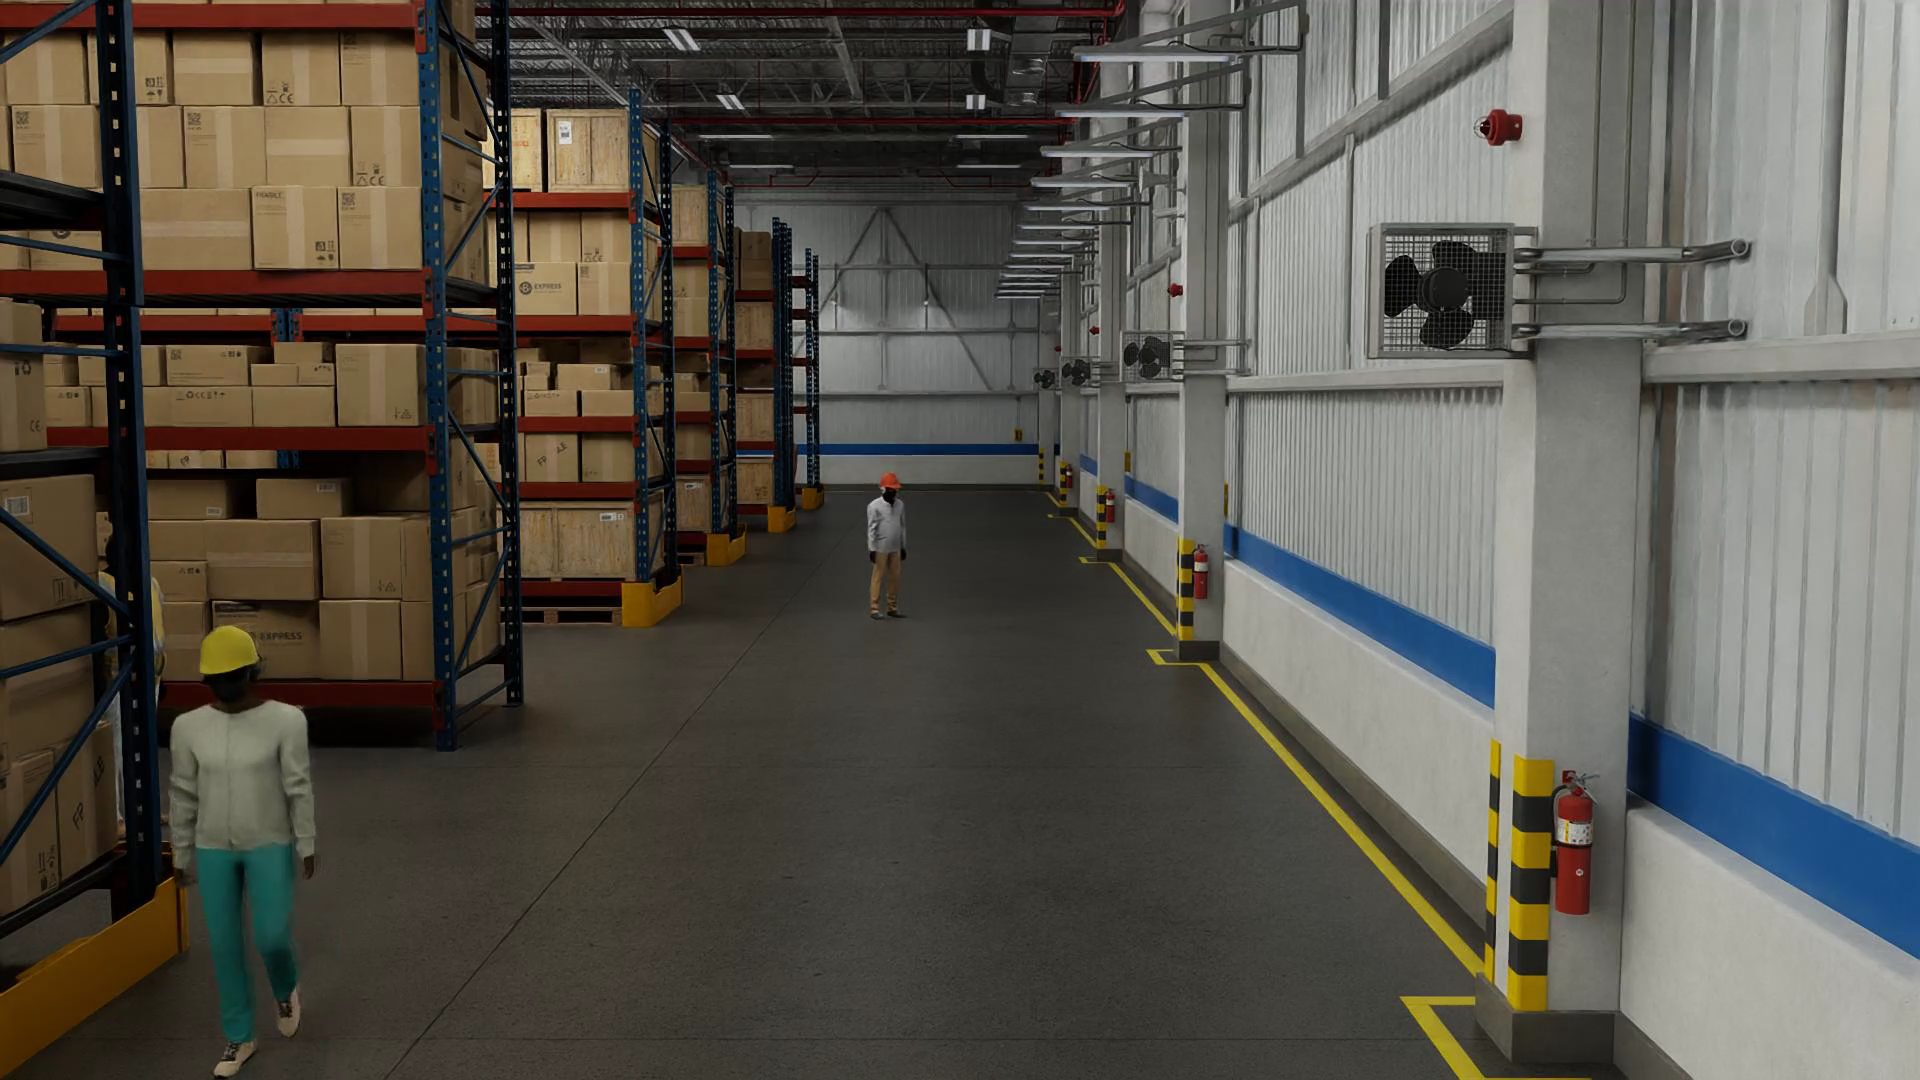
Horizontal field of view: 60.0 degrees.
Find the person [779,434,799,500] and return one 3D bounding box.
[{"bbox_3d":[-3.917,-1.522,37.254,0.409,1.909,0.642,4,6,38],"label":"person"}]

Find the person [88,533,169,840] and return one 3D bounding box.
[{"bbox_3d":[-4.992,0.852,9.988,0.430,1.841,0.624,1,5,11],"label":"person"}]

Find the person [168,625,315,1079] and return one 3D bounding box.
[{"bbox_3d":[-2.800,1.193,6.500,0.540,1.749,0.421,0,5,-5],"label":"person"}]

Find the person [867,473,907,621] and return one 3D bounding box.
[{"bbox_3d":[-0.836,0.076,19.586,0.576,1.743,0.354,-5,7,-44],"label":"person"}]
